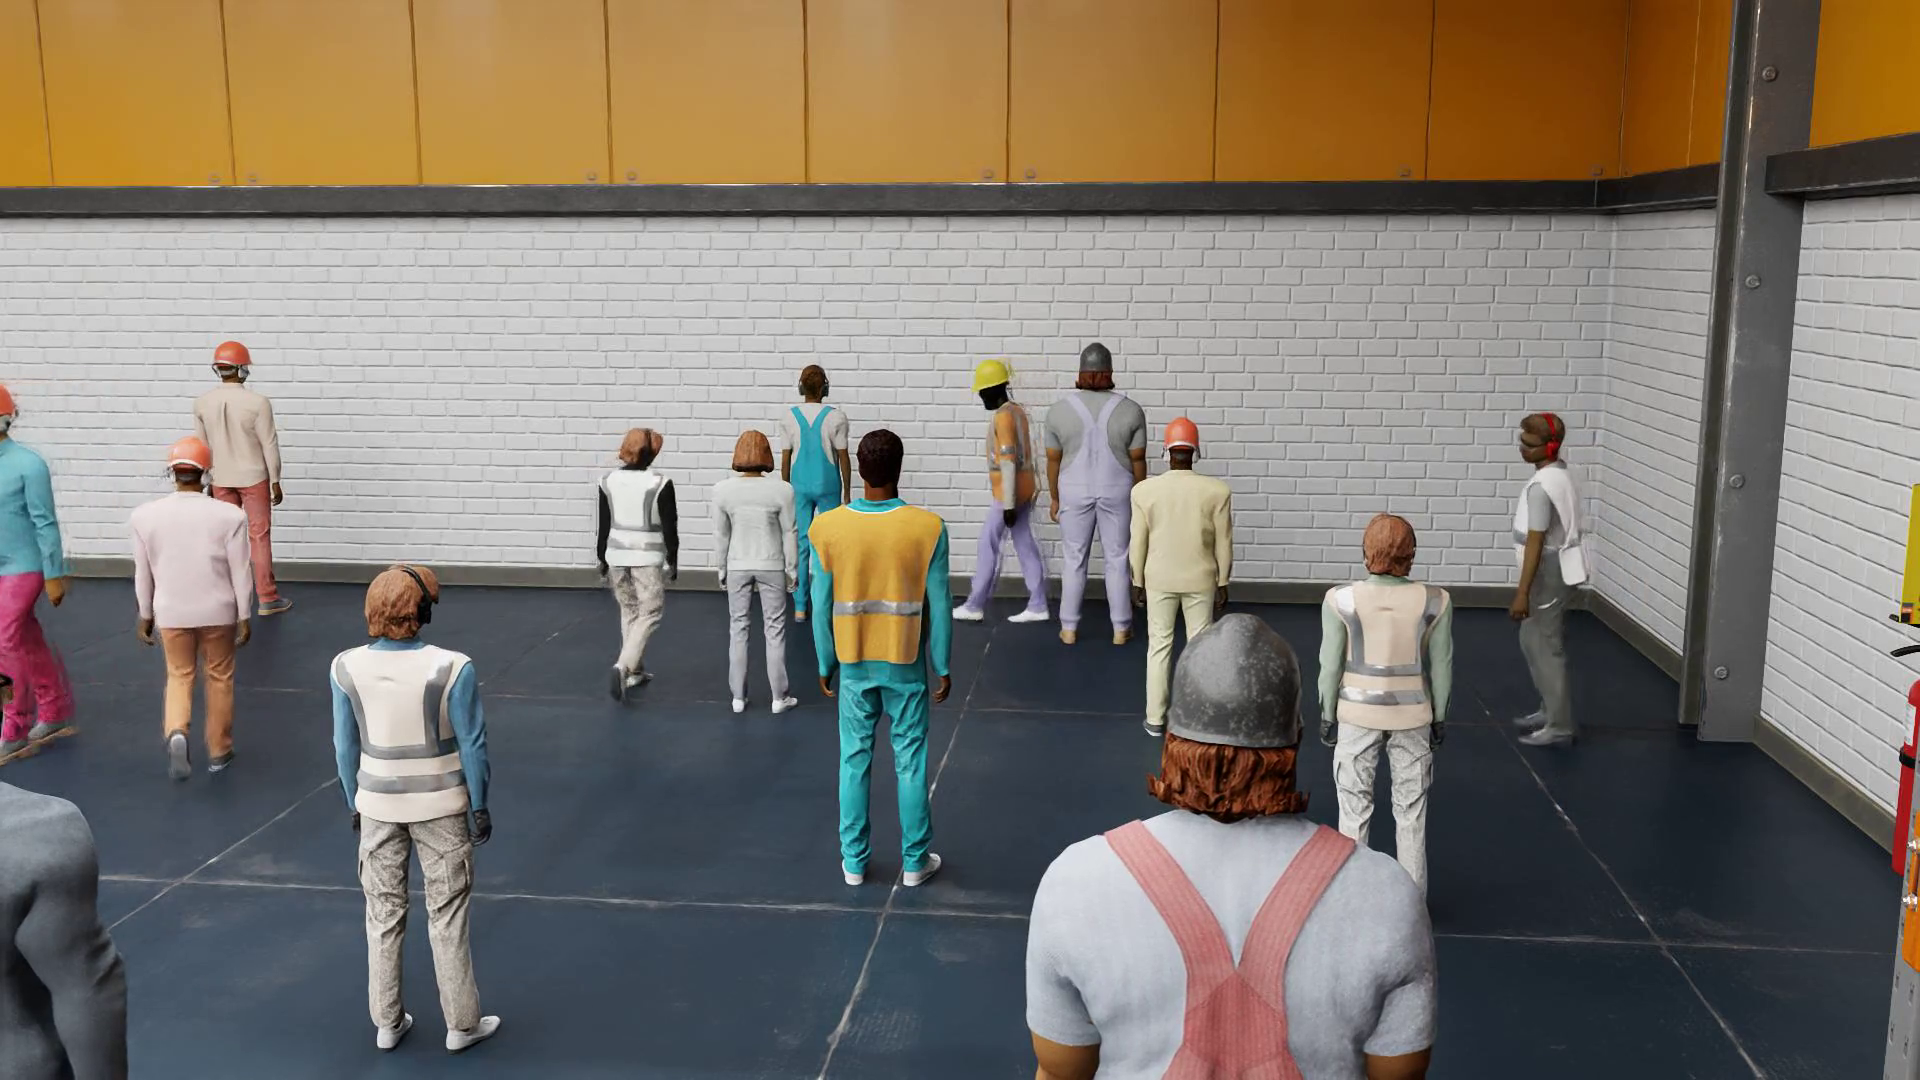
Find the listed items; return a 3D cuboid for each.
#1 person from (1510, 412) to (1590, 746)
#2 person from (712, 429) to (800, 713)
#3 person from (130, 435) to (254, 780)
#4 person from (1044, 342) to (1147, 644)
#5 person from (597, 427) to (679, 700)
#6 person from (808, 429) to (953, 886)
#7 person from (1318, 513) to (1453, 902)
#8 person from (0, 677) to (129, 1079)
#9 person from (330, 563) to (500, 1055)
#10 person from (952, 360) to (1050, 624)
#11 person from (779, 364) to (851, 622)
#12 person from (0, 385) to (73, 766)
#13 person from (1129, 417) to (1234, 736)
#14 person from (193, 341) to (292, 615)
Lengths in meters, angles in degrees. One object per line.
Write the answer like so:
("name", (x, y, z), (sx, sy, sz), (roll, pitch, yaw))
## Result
("person", (3.109, 0.223, 8.799), (0.404, 1.812, 0.621), (5, 11, 25))
("person", (-1.162, 0.184, 9.520), (0.500, 1.635, 0.287), (1, 10, 6))
("person", (-3.819, 0.348, 8.294), (0.564, 1.728, 0.631), (-3, 10, -14))
("person", (0.913, -0.314, 11.210), (0.684, 2.000, 0.538), (1, 10, 6))
("person", (-1.941, 0.141, 9.817), (0.524, 1.612, 0.696), (3, 10, 18))
("person", (-0.324, 0.500, 6.907), (0.593, 1.917, 0.392), (1, 10, 6))
("person", (1.651, 0.712, 6.485), (0.514, 1.641, 0.307), (1, 10, 6))
("person", (-1.942, 1.116, 3.317), (0.632, 1.940, 0.372), (1, 10, 6))
("person", (-1.788, 0.891, 5.460), (0.514, 1.641, 0.307), (1, 10, 6))
("person", (0.251, -0.328, 11.736), (0.864, 1.870, 0.634), (2, 10, 10))
("person", (-1.020, -0.325, 11.832), (0.508, 1.846, 0.345), (1, 10, 6))
("person", (-5.031, 0.163, 8.654), (0.609, 1.968, 0.811), (5, 11, 28))
("person", (1.201, 0.205, 9.054), (0.563, 1.754, 0.321), (1, 10, 6))
("person", (-5.208, -0.441, 12.063), (0.612, 1.997, 0.376), (1, 10, 6))
